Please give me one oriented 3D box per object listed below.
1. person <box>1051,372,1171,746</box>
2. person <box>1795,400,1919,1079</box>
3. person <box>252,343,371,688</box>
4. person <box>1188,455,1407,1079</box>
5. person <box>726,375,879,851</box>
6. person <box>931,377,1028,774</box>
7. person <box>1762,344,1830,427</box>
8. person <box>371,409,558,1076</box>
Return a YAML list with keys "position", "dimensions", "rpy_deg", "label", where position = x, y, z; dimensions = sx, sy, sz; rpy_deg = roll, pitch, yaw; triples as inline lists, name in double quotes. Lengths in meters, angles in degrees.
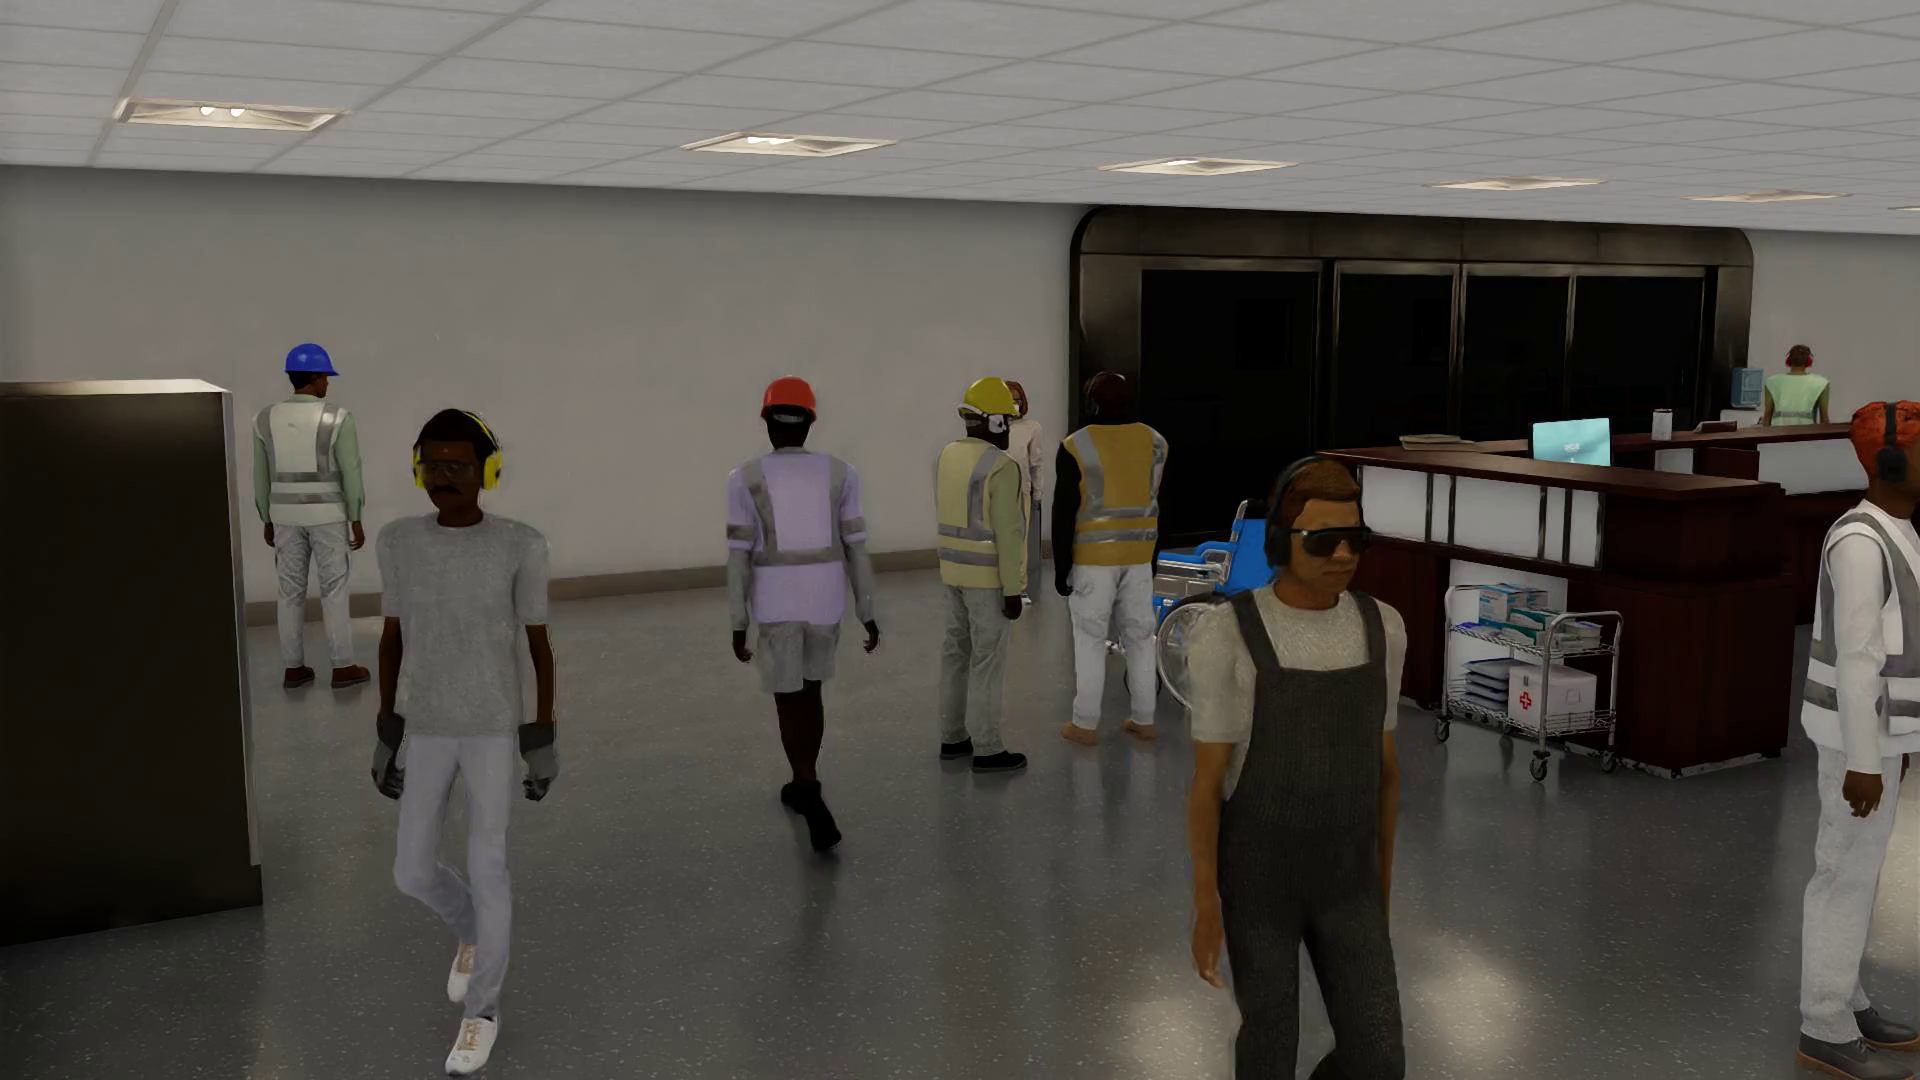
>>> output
- position: [0.730, 0.095, 8.185]
  dimensions: [0.628, 1.835, 0.432]
  rpy_deg: [-3, 8, -22]
  label: "person"
- position: [2.547, 0.553, 4.638]
  dimensions: [0.355, 1.884, 0.575]
  rpy_deg: [5, 10, 34]
  label: "person"
- position: [-3.648, -0.131, 9.370]
  dimensions: [0.609, 1.942, 0.402]
  rpy_deg: [1, 8, 5]
  label: "person"
- position: [0.708, 0.731, 3.525]
  dimensions: [0.525, 1.830, 0.416]
  rpy_deg: [-2, 8, -14]
  label: "person"
- position: [-0.618, 0.275, 6.686]
  dimensions: [0.602, 1.892, 0.858]
  rpy_deg: [-3, 8, -21]
  label: "person"
- position: [0.104, 0.160, 7.721]
  dimensions: [0.404, 1.825, 0.595]
  rpy_deg: [-5, 10, -34]
  label: "person"
- position: [8.038, -0.981, 16.030]
  dimensions: [0.575, 1.816, 0.869]
  rpy_deg: [4, 9, 28]
  label: "person"
- position: [-1.412, 0.548, 4.755]
  dimensions: [0.538, 1.860, 0.506]
  rpy_deg: [0, 8, 3]
  label: "person"
